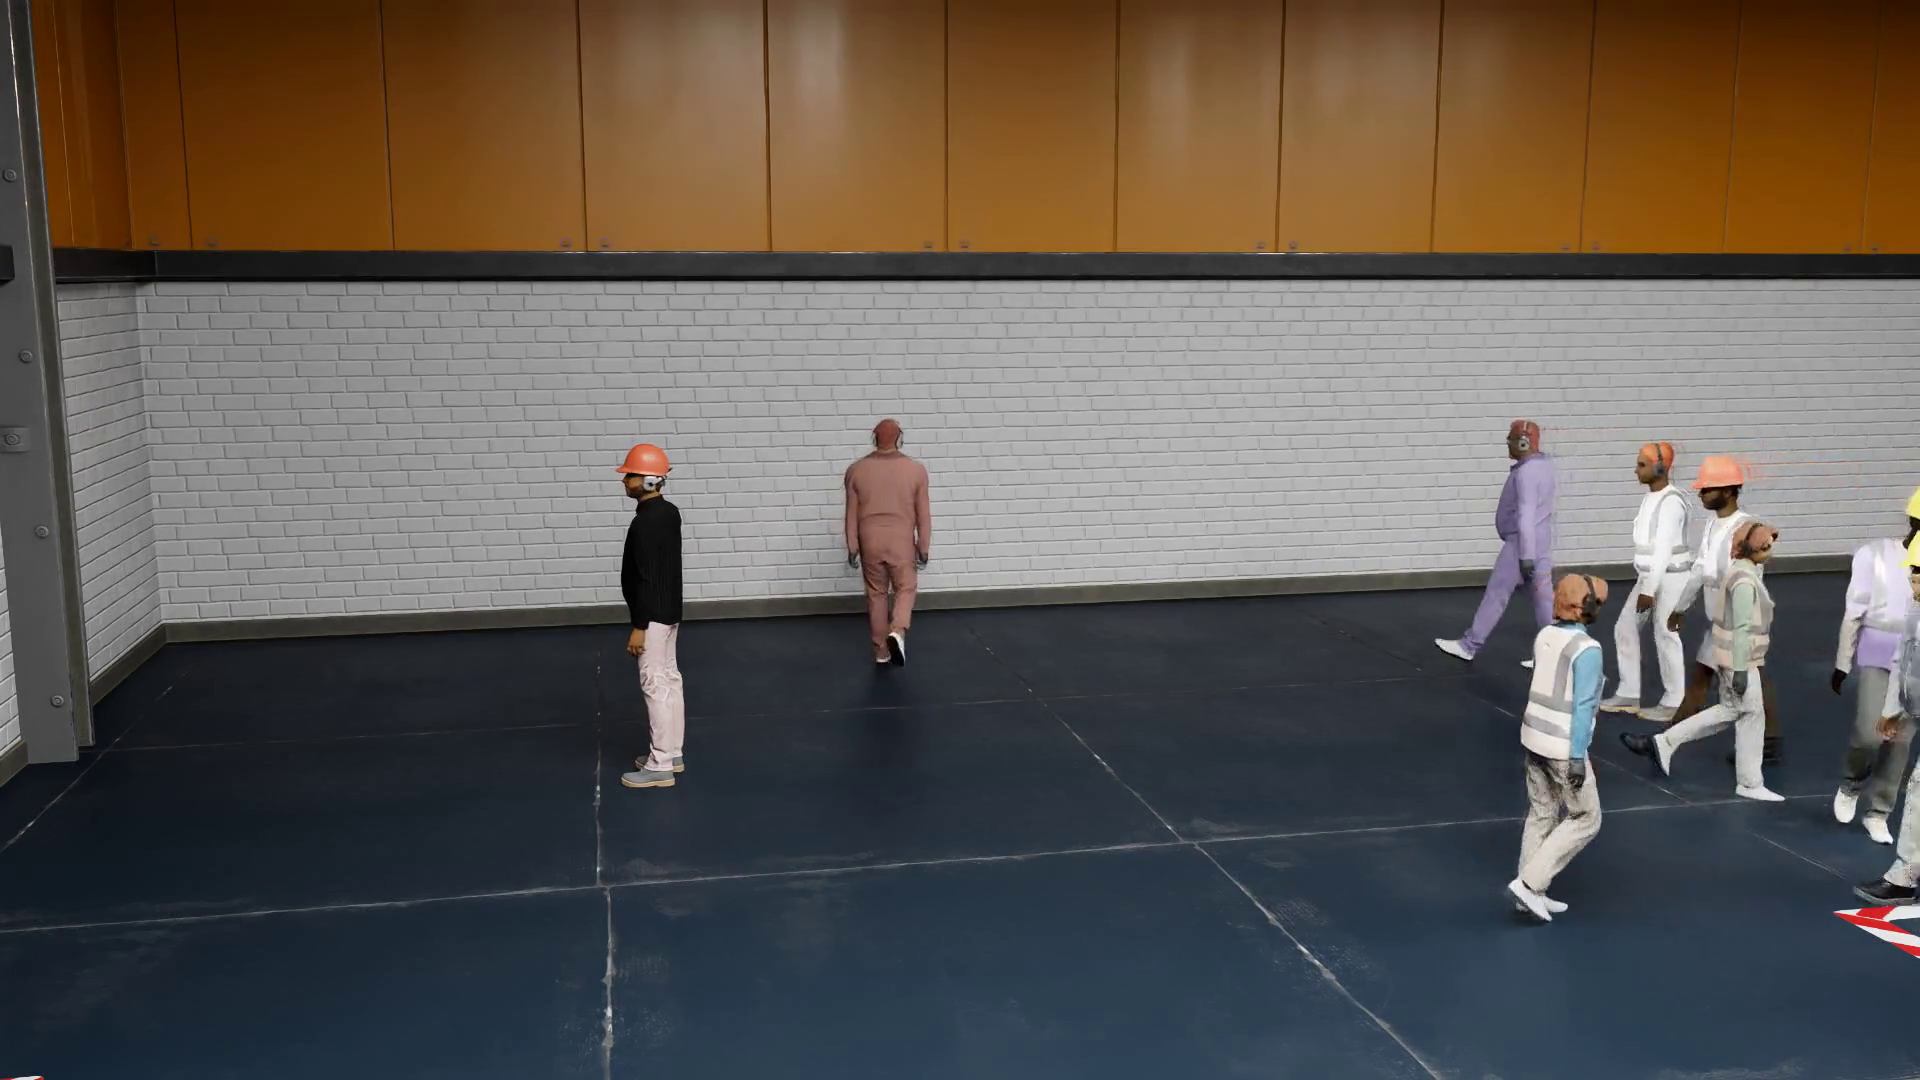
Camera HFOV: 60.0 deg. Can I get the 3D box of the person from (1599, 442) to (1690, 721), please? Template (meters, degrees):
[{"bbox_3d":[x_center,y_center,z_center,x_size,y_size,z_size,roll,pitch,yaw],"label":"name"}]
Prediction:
[{"bbox_3d":[4.514,0.281,10.995,0.701,1.858,0.600,1,9,5],"label":"person"}]

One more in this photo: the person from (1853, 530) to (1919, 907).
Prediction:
[{"bbox_3d":[4.578,0.838,7.839,0.835,1.792,0.614,0,9,1],"label":"person"}]

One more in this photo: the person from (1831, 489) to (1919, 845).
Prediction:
[{"bbox_3d":[4.895,0.646,8.651,0.623,1.900,0.453,2,10,11],"label":"person"}]

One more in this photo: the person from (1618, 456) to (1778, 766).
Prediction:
[{"bbox_3d":[4.497,0.440,9.959,0.984,1.878,0.552,1,9,9],"label":"person"}]

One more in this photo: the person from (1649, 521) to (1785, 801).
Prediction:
[{"bbox_3d":[4.321,0.673,9.388,0.650,1.613,0.523,4,10,21],"label":"person"}]

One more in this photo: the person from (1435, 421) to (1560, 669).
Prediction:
[{"bbox_3d":[4.105,0.039,12.451,0.968,1.862,0.676,6,11,33],"label":"person"}]

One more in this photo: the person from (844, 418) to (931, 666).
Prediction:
[{"bbox_3d":[-0.545,0.039,12.417,0.647,1.890,0.616,1,9,5],"label":"person"}]

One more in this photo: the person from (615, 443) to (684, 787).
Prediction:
[{"bbox_3d":[-1.788,0.432,9.673,0.372,1.996,0.620,1,9,5],"label":"person"}]

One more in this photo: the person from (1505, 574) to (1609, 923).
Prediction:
[{"bbox_3d":[2.738,0.957,7.622,0.400,1.612,0.537,-1,9,-7],"label":"person"}]
